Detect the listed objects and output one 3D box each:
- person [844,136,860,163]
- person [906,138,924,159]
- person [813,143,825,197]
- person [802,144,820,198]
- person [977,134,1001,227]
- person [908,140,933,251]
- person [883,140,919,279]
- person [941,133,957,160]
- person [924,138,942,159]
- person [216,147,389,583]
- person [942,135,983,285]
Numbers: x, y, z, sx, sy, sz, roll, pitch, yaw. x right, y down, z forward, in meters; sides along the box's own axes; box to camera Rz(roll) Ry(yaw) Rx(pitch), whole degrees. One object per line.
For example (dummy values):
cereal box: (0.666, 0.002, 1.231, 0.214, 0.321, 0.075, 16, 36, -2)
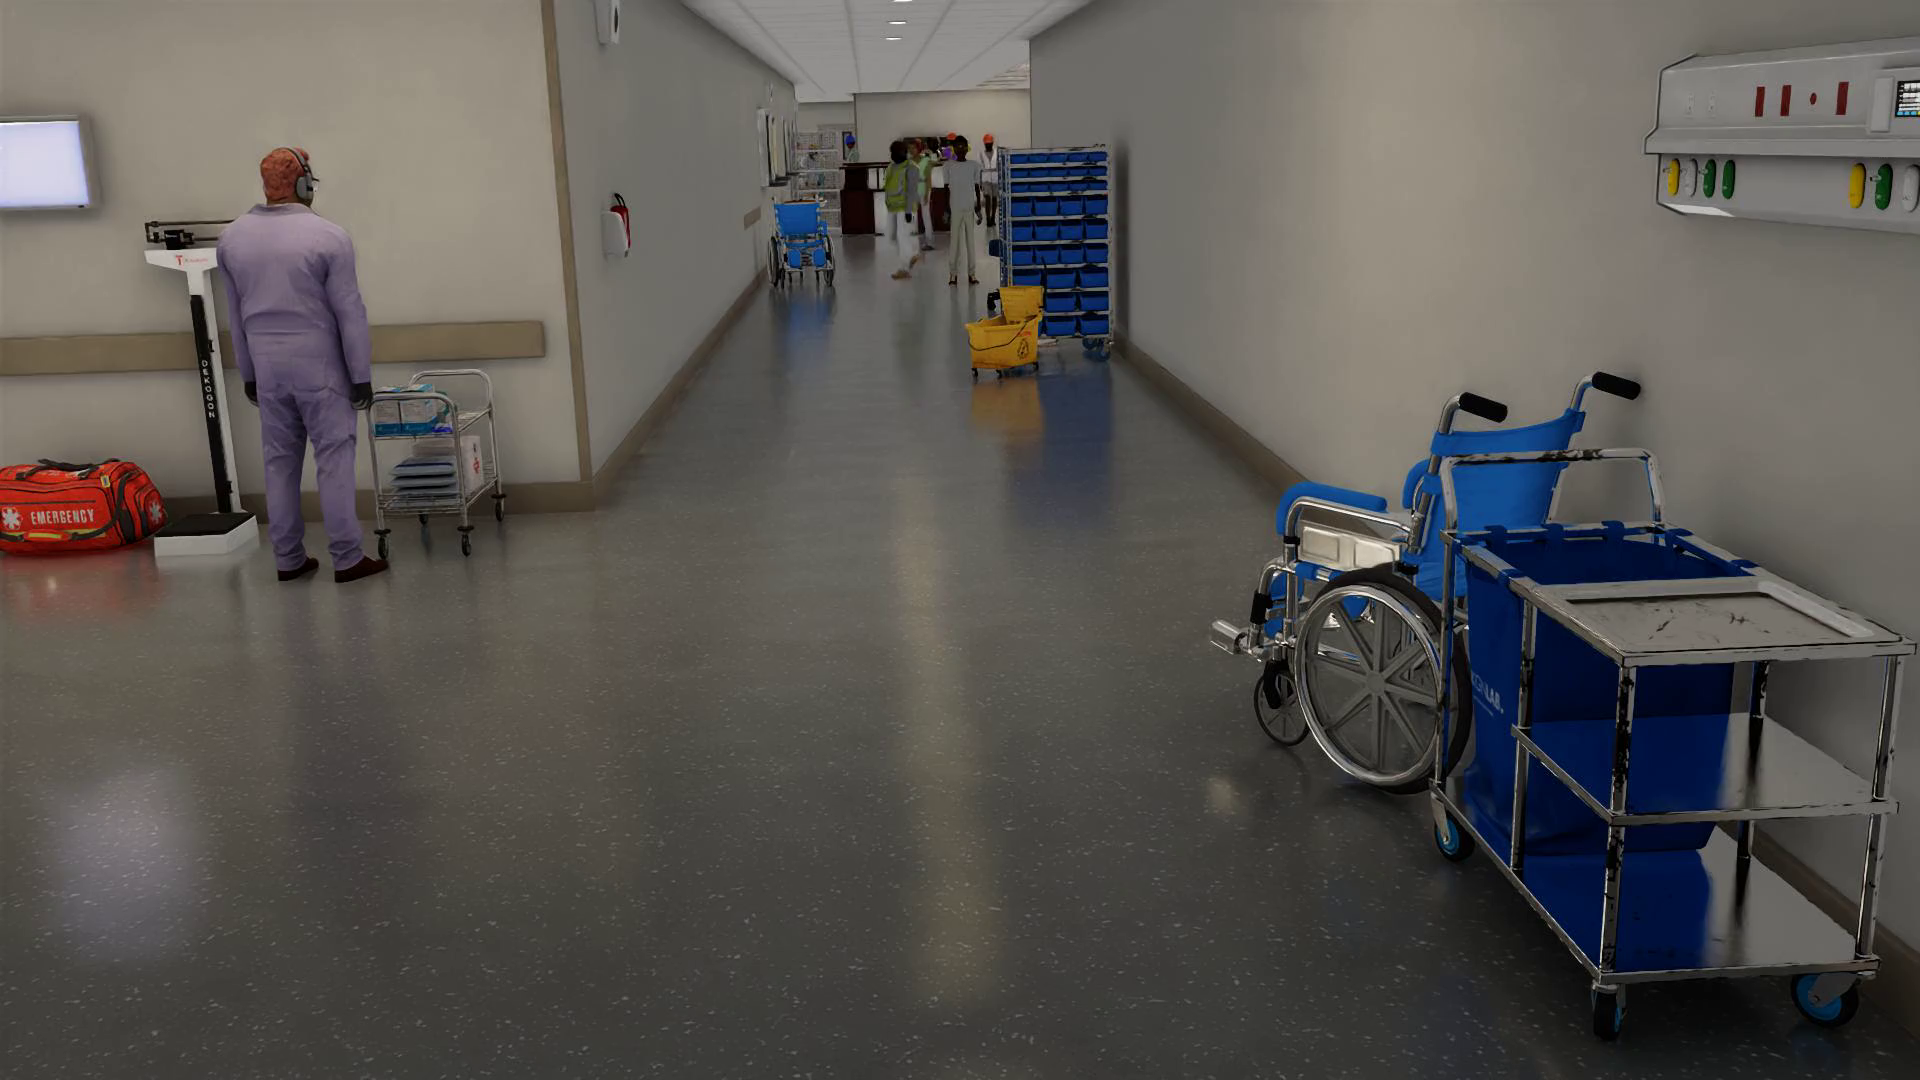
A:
person: (-2.707, -9.247, 42.113, 0.394, 1.943, 0.602, -6, 14, -16)
person: (-0.991, -8.642, 39.677, 0.596, 1.828, 0.403, -8, 15, -25)
person: (-4.167, -10.628, 48.320, 0.525, 1.772, 0.309, -5, 14, -13)
person: (-3.724, -9.083, 41.960, 0.339, 1.747, 0.564, 9, 17, 37)
person: (0.637, -7.449, 34.458, 0.562, 1.898, 0.980, -2, 14, -2)
person: (-0.739, -5.670, 27.461, 0.573, 1.812, 0.841, 7, 16, 32)
person: (-0.786, -4.443, 22.380, 0.463, 1.826, 0.638, -12, 17, -36)
person: (-0.171, -8.561, 39.005, 0.373, 1.935, 0.552, -13, 18, -40)
person: (-0.613, -8.509, 39.079, 0.433, 1.836, 0.617, 7, 16, 31)
person: (-2.869, -0.753, 7.321, 0.648, 1.902, 0.399, 1, 14, 12)
person: (0.033, -4.183, 21.126, 0.516, 1.872, 0.327, -3, 14, -7)
